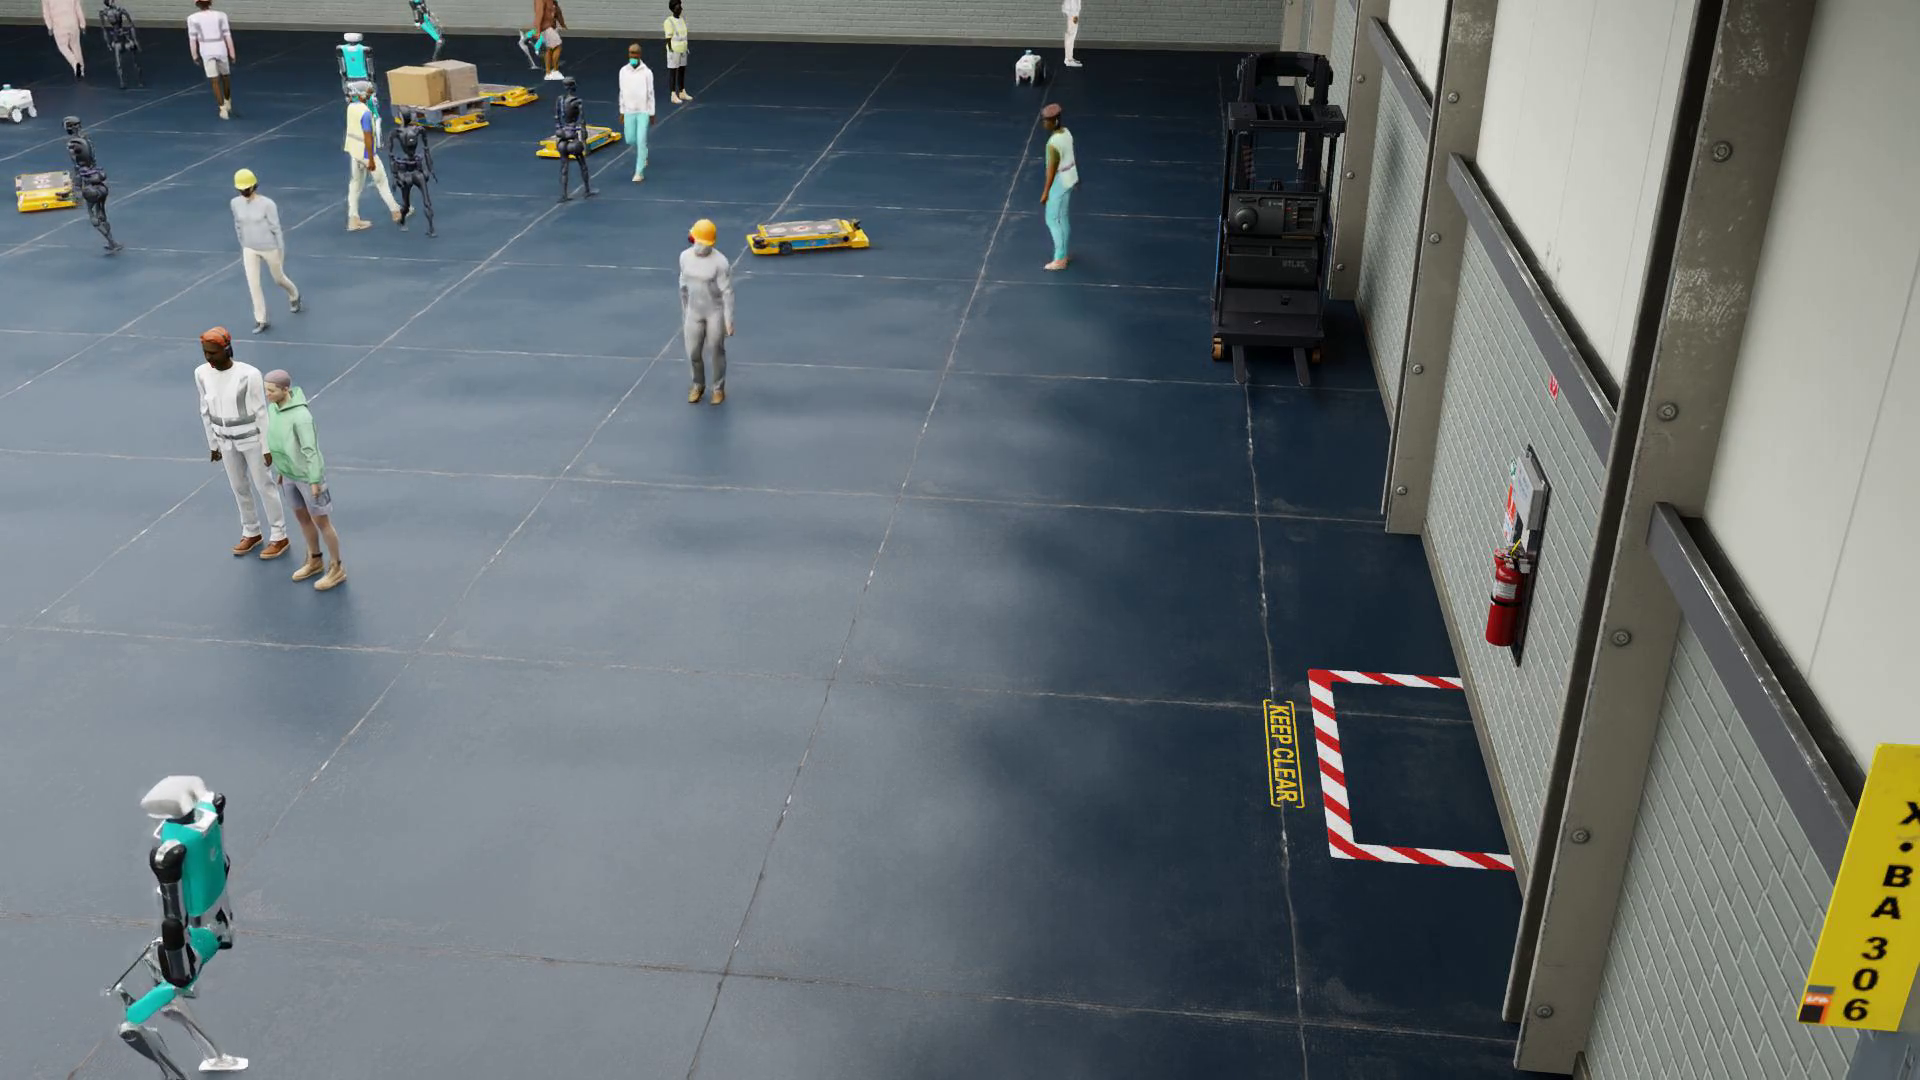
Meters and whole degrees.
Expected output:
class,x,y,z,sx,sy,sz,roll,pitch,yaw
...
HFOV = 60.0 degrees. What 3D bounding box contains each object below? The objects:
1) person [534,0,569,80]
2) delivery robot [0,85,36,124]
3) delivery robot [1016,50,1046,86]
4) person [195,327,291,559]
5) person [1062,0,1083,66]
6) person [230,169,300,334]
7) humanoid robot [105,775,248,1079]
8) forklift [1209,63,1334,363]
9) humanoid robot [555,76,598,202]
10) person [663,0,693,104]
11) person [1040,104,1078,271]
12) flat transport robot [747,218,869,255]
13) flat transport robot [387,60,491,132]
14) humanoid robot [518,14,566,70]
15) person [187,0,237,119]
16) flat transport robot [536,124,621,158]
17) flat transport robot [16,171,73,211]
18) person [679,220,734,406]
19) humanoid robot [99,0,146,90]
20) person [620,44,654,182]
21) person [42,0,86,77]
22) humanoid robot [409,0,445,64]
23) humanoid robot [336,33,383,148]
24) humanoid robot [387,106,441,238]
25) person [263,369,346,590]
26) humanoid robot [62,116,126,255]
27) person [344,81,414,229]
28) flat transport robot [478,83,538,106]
class,x,y,z,sx,sy,sz,roll,pitch,yaw
person,-7.240,-9.080,29.516,0.565,1.830,0.846,4,27,7
delivery robot,-15.350,-7.047,26.874,0.499,0.582,0.764,4,27,8
delivery robot,1.226,-8.415,29.615,0.499,0.592,0.791,6,27,12
person,-5.555,-0.748,12.845,0.565,1.878,0.354,5,27,11
person,2.086,-9.759,30.830,0.399,1.875,0.501,-1,27,-2
person,-7.447,-3.150,17.798,0.524,1.730,0.807,2,27,4
humanoid robot,-3.702,1.870,7.745,0.716,1.756,0.546,1,27,2
forklift,3.241,-3.477,17.183,1.129,2.768,1.873,3,27,6
humanoid robot,-5.218,-5.397,22.369,0.600,1.632,0.649,19,32,33
person,-4.744,-8.233,27.977,0.322,1.696,0.533,15,30,27
person,1.197,-4.193,19.647,0.386,1.951,0.694,11,29,20
flat transport robot,-1.896,-3.767,20.658,1.431,0.231,0.659,-6,27,-13
flat transport robot,-8.297,-6.727,26.568,1.431,0.231,0.659,16,31,28
humanoid robot,-7.692,-9.356,30.165,0.947,1.724,0.532,-19,33,-34
person,-12.152,-7.918,27.024,0.631,1.996,1.016,-16,31,-28
flat transport robot,-5.765,-6.034,25.184,0.659,0.231,1.431,8,28,16
flat transport robot,-12.455,-4.754,22.630,0.659,0.231,1.431,-13,29,-23
person,-2.375,-2.125,15.607,0.601,1.852,0.524,6,27,12
humanoid robot,-14.544,-8.658,28.883,0.609,1.632,0.713,0,27,-1
person,-4.510,-6.023,23.353,0.522,1.889,0.595,4,27,7
person,-15.966,-9.209,29.722,0.656,1.878,0.650,23,35,38
humanoid robot,-9.816,-9.653,30.764,0.705,1.779,0.543,2,27,4
humanoid robot,-8.919,-6.702,24.951,0.568,1.842,0.718,0,27,0
humanoid robot,-6.907,-4.643,20.881,0.740,1.640,0.609,24,35,39
person,-4.922,-0.467,12.438,0.465,1.733,0.323,16,31,28
humanoid robot,-10.494,-4.307,20.164,0.453,1.636,0.597,-3,27,-6
person,-7.538,-4.912,21.211,0.545,1.837,0.971,22,34,36
flat transport robot,-7.971,-7.551,28.212,1.431,0.231,0.659,8,28,16
